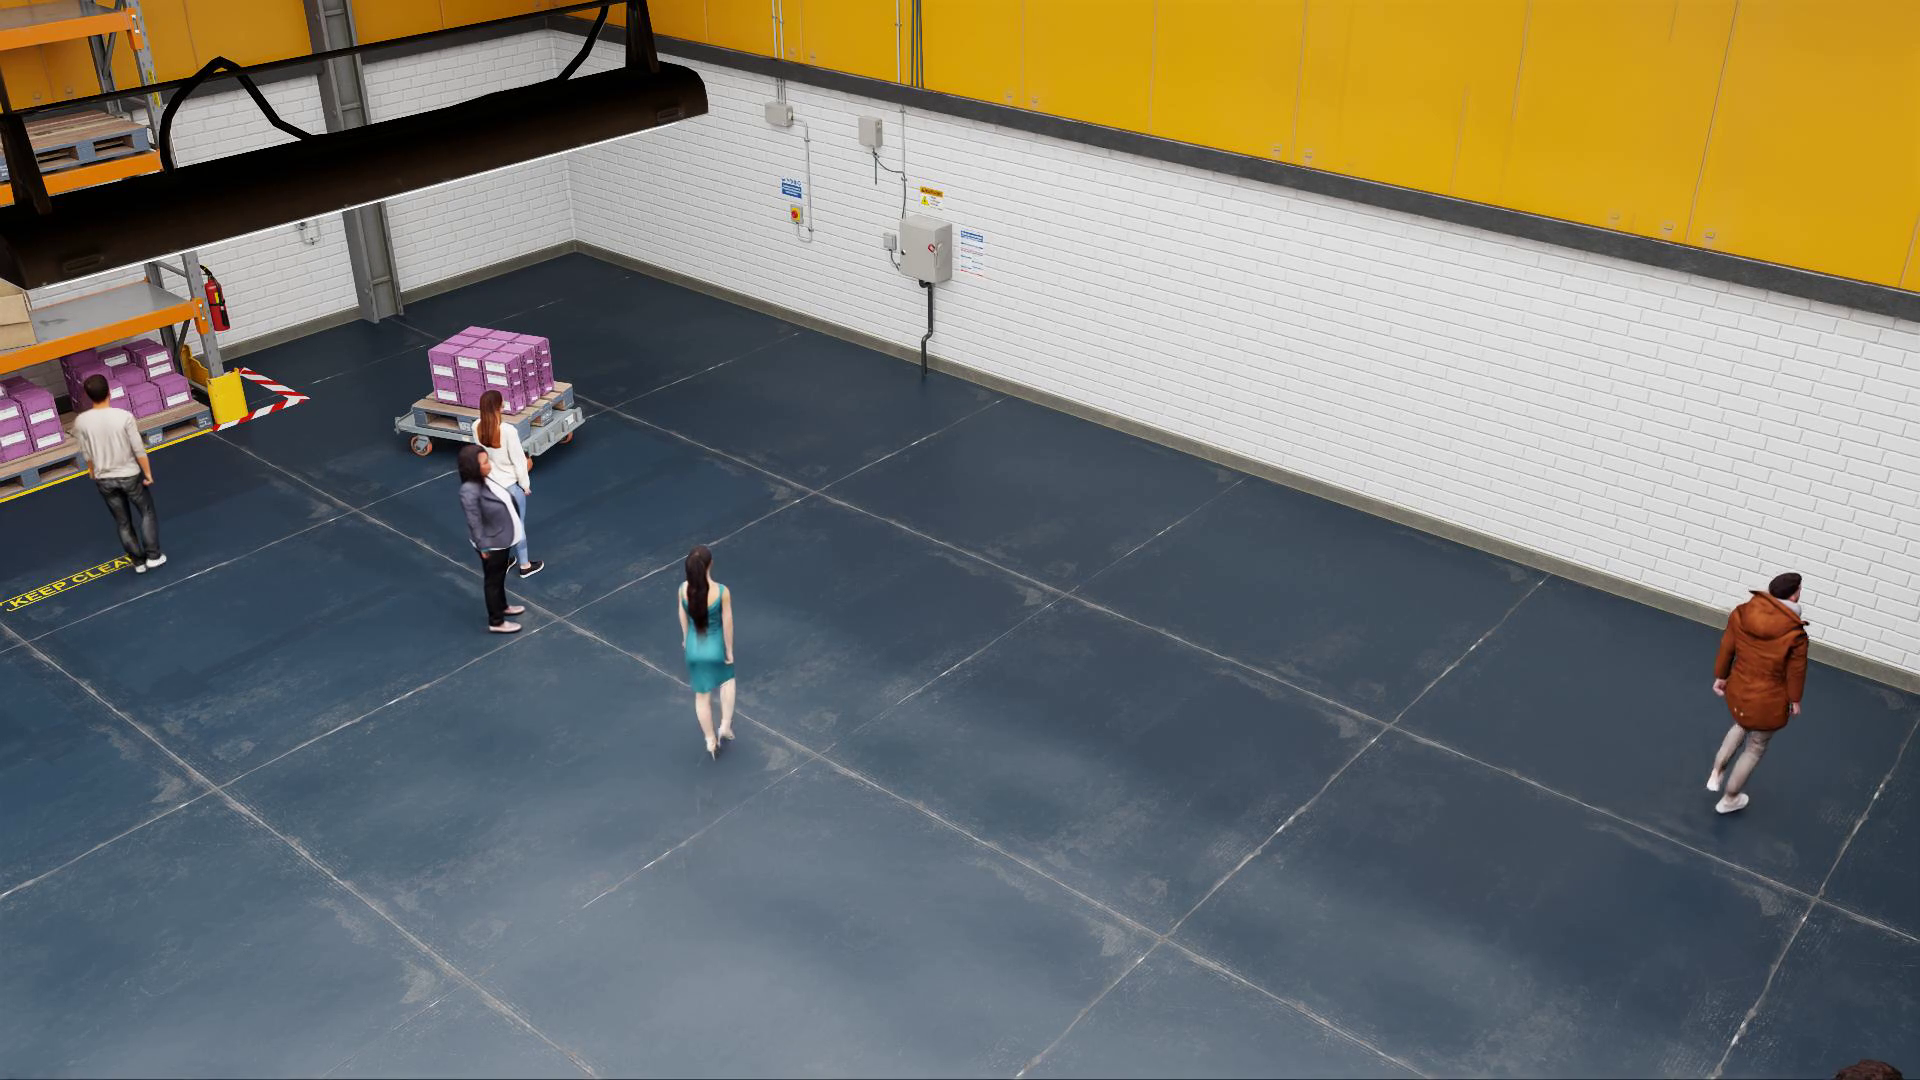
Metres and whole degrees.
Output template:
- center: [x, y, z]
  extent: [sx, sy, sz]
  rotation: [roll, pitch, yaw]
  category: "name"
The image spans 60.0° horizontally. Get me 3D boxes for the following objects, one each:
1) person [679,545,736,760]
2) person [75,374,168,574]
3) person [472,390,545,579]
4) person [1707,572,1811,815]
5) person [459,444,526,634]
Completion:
- center: [-1.783, 0.820, 11.627]
  extent: [0.682, 1.675, 0.736]
  rotation: [1, 29, 2]
  category: "person"
- center: [-7.058, -0.508, 13.924]
  extent: [0.745, 1.806, 0.842]
  rotation: [-8, 30, -14]
  category: "person"
- center: [-3.832, -0.475, 13.982]
  extent: [0.679, 1.692, 0.650]
  rotation: [11, 31, 19]
  category: "person"
- center: [5.254, 1.050, 11.050]
  extent: [0.855, 1.824, 0.826]
  rotation: [-14, 31, -23]
  category: "person"
- center: [-3.749, -0.027, 13.261]
  extent: [0.856, 1.597, 0.798]
  rotation: [-3, 29, -5]
  category: "person"
